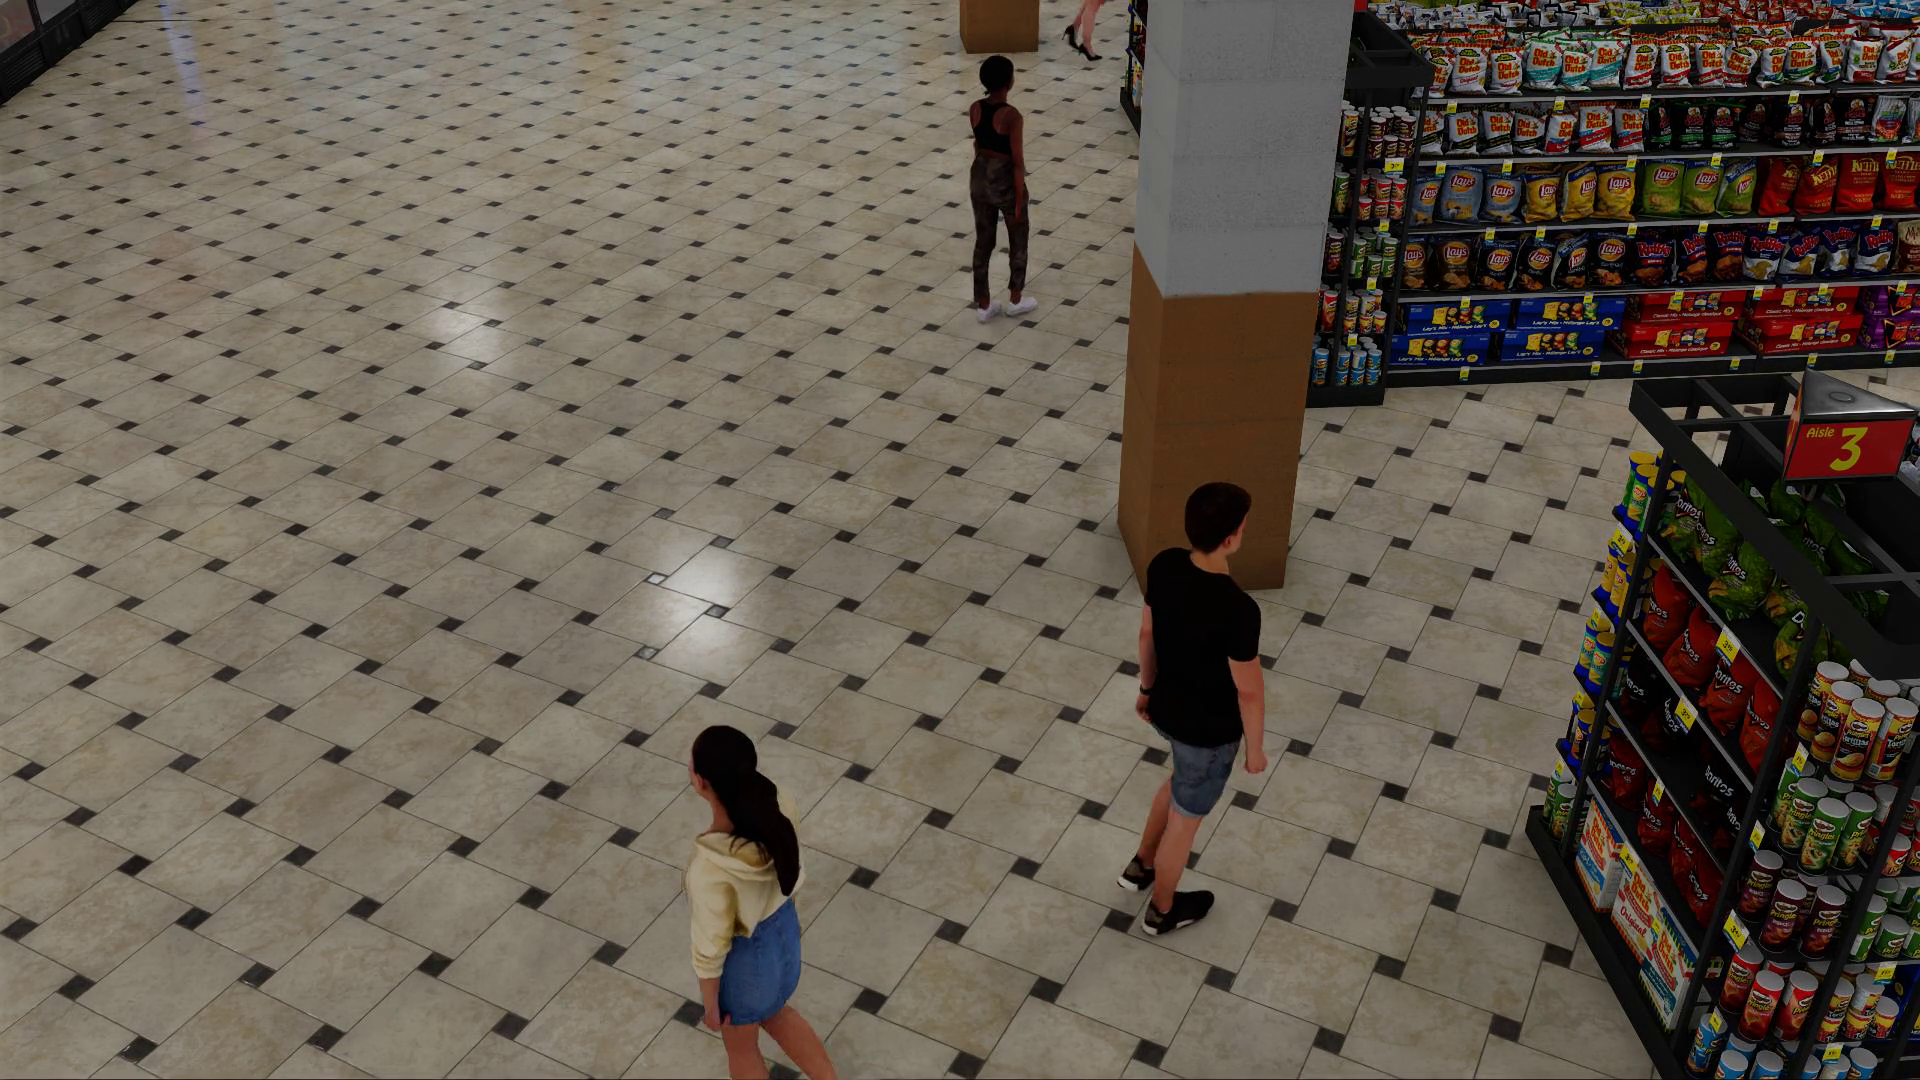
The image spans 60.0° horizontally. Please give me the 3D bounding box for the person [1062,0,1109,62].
[{"bbox_3d":[1.148,-5.276,15.312,0.672,1.736,0.604,-2,32,-3],"label":"person"}]

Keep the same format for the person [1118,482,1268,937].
[{"bbox_3d":[0.729,0.638,5.712,0.771,1.836,0.754,-17,36,-25],"label":"person"}]

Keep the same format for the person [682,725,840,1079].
[{"bbox_3d":[-0.541,1.255,4.926,0.941,1.618,0.862,16,35,23],"label":"person"}]

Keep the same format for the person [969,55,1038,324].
[{"bbox_3d":[0.185,-2.144,10.323,0.749,1.689,0.808,21,37,29],"label":"person"}]
